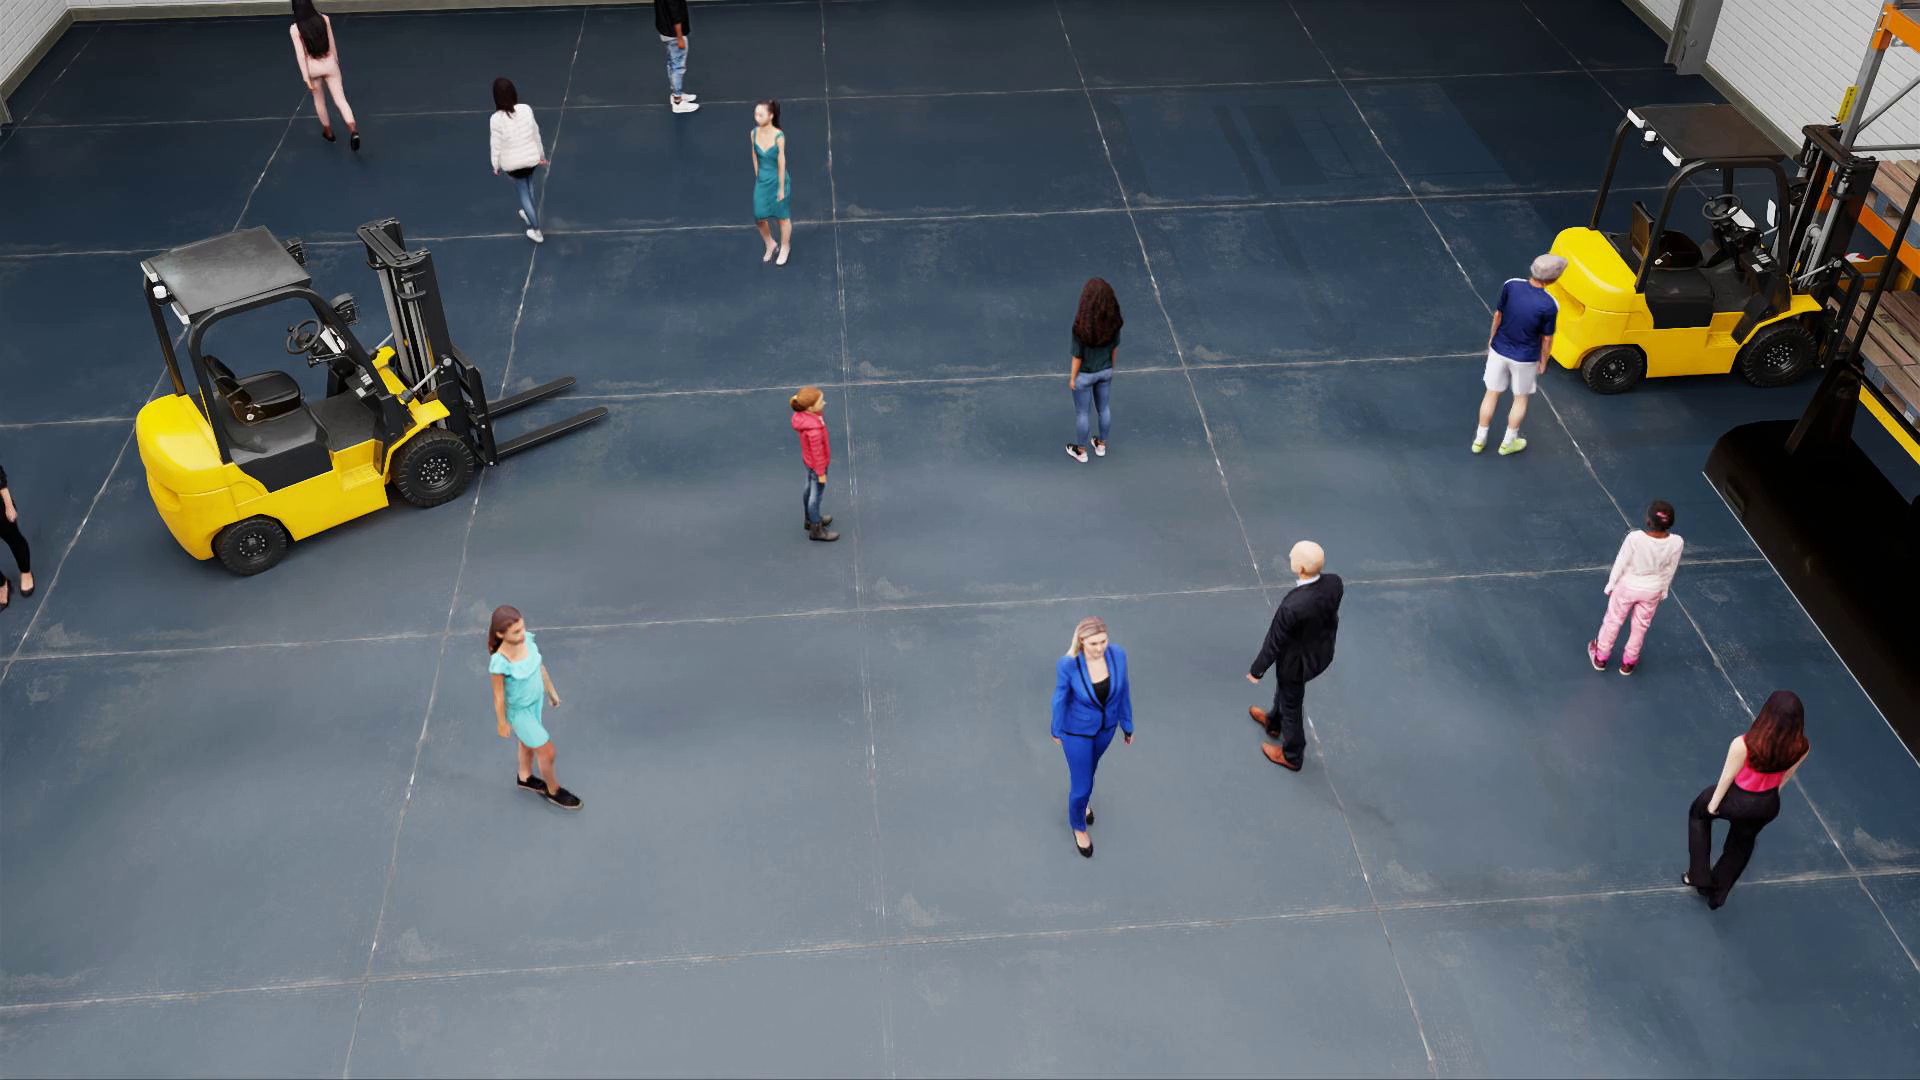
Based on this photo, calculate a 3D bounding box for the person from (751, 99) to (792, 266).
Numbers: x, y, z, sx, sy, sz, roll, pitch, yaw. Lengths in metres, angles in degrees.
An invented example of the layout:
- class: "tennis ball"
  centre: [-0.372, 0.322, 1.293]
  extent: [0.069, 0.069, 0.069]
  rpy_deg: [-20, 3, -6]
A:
- class: "person"
  centre: [-1.700, -3.372, 15.639]
  extent: [0.669, 1.675, 0.717]
  rpy_deg: [17, 42, 20]

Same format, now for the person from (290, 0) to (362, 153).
- class: "person"
  centre: [-6.683, -4.910, 17.546]
  extent: [1.011, 1.699, 1.178]
  rpy_deg: [-28, 46, -30]

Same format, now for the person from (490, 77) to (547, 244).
- class: "person"
  centre: [-4.197, -3.632, 16.011]
  extent: [0.904, 1.617, 0.985]
  rpy_deg: [-29, 47, -32]

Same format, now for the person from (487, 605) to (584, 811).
- class: "person"
  centre: [-2.755, 1.000, 10.267]
  extent: [0.781, 1.547, 0.773]
  rpy_deg: [13, 40, 15]

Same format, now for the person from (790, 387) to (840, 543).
- class: "person"
  centre: [-1.097, -0.583, 12.432]
  extent: [0.606, 1.318, 0.483]
  rpy_deg: [-10, 40, -12]

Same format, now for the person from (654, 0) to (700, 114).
- class: "person"
  centre: [-3.182, -5.656, 18.389]
  extent: [0.797, 1.811, 0.610]
  rpy_deg: [-11, 40, -13]

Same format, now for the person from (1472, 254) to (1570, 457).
- class: "person"
  centre: [4.402, -1.483, 13.157]
  extent: [0.767, 1.820, 0.818]
  rpy_deg: [17, 42, 21]

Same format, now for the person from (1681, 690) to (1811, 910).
- class: "person"
  centre: [4.502, 1.551, 9.497]
  extent: [0.611, 1.648, 0.642]
  rpy_deg: [0, 39, 0]

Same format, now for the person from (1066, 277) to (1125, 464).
- class: "person"
  centre: [1.052, -1.342, 13.144]
  extent: [0.680, 1.617, 0.698]
  rpy_deg: [-16, 41, -19]

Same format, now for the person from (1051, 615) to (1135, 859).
- class: "person"
  centre: [0.744, 1.066, 10.073]
  extent: [0.762, 1.686, 0.852]
  rpy_deg: [-17, 42, -20]

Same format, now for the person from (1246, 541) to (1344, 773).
- class: "person"
  centre: [2.170, 0.773, 10.358]
  extent: [0.943, 1.788, 1.004]
  rpy_deg: [-28, 46, -30]

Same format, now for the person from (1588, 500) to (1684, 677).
- class: "person"
  centre: [4.578, 0.307, 11.216]
  extent: [0.608, 1.445, 0.593]
  rpy_deg: [11, 40, 13]

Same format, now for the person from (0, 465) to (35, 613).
- class: "person"
  centre: [-6.904, -0.293, 11.805]
  extent: [0.635, 1.648, 0.643]
  rpy_deg: [-6, 39, -8]
